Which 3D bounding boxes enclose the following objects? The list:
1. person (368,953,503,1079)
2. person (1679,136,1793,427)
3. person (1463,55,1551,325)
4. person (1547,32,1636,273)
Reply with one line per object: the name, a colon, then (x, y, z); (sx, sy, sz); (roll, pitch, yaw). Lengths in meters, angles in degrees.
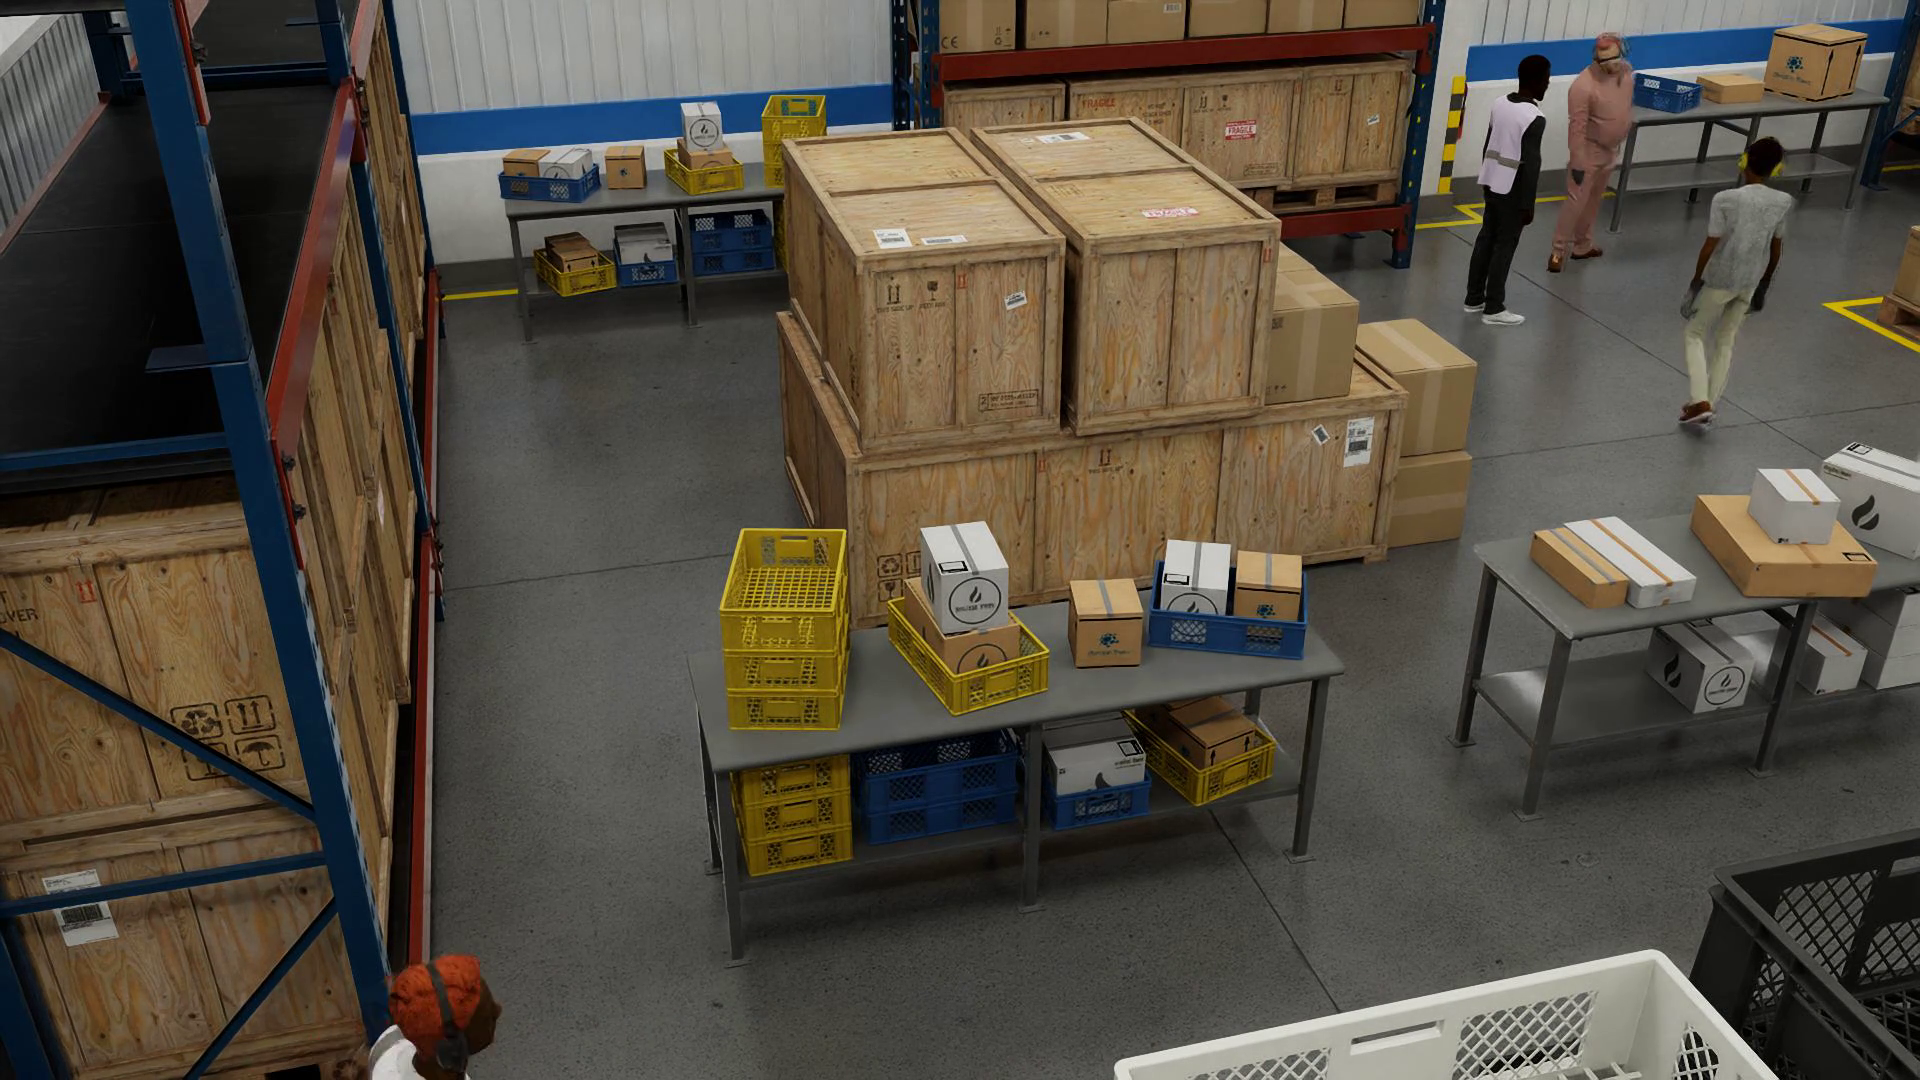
person: (-1.296, 1.827, 4.132); (0.580, 1.864, 0.581); (-20, 35, -32)
person: (4.772, -1.571, 10.319); (0.552, 1.841, 0.429); (-1, 29, -1)
person: (3.932, -2.512, 11.953); (0.371, 1.916, 0.597); (-7, 30, -13)
person: (4.990, -3.026, 12.950); (0.771, 1.865, 0.397); (-20, 34, -32)
